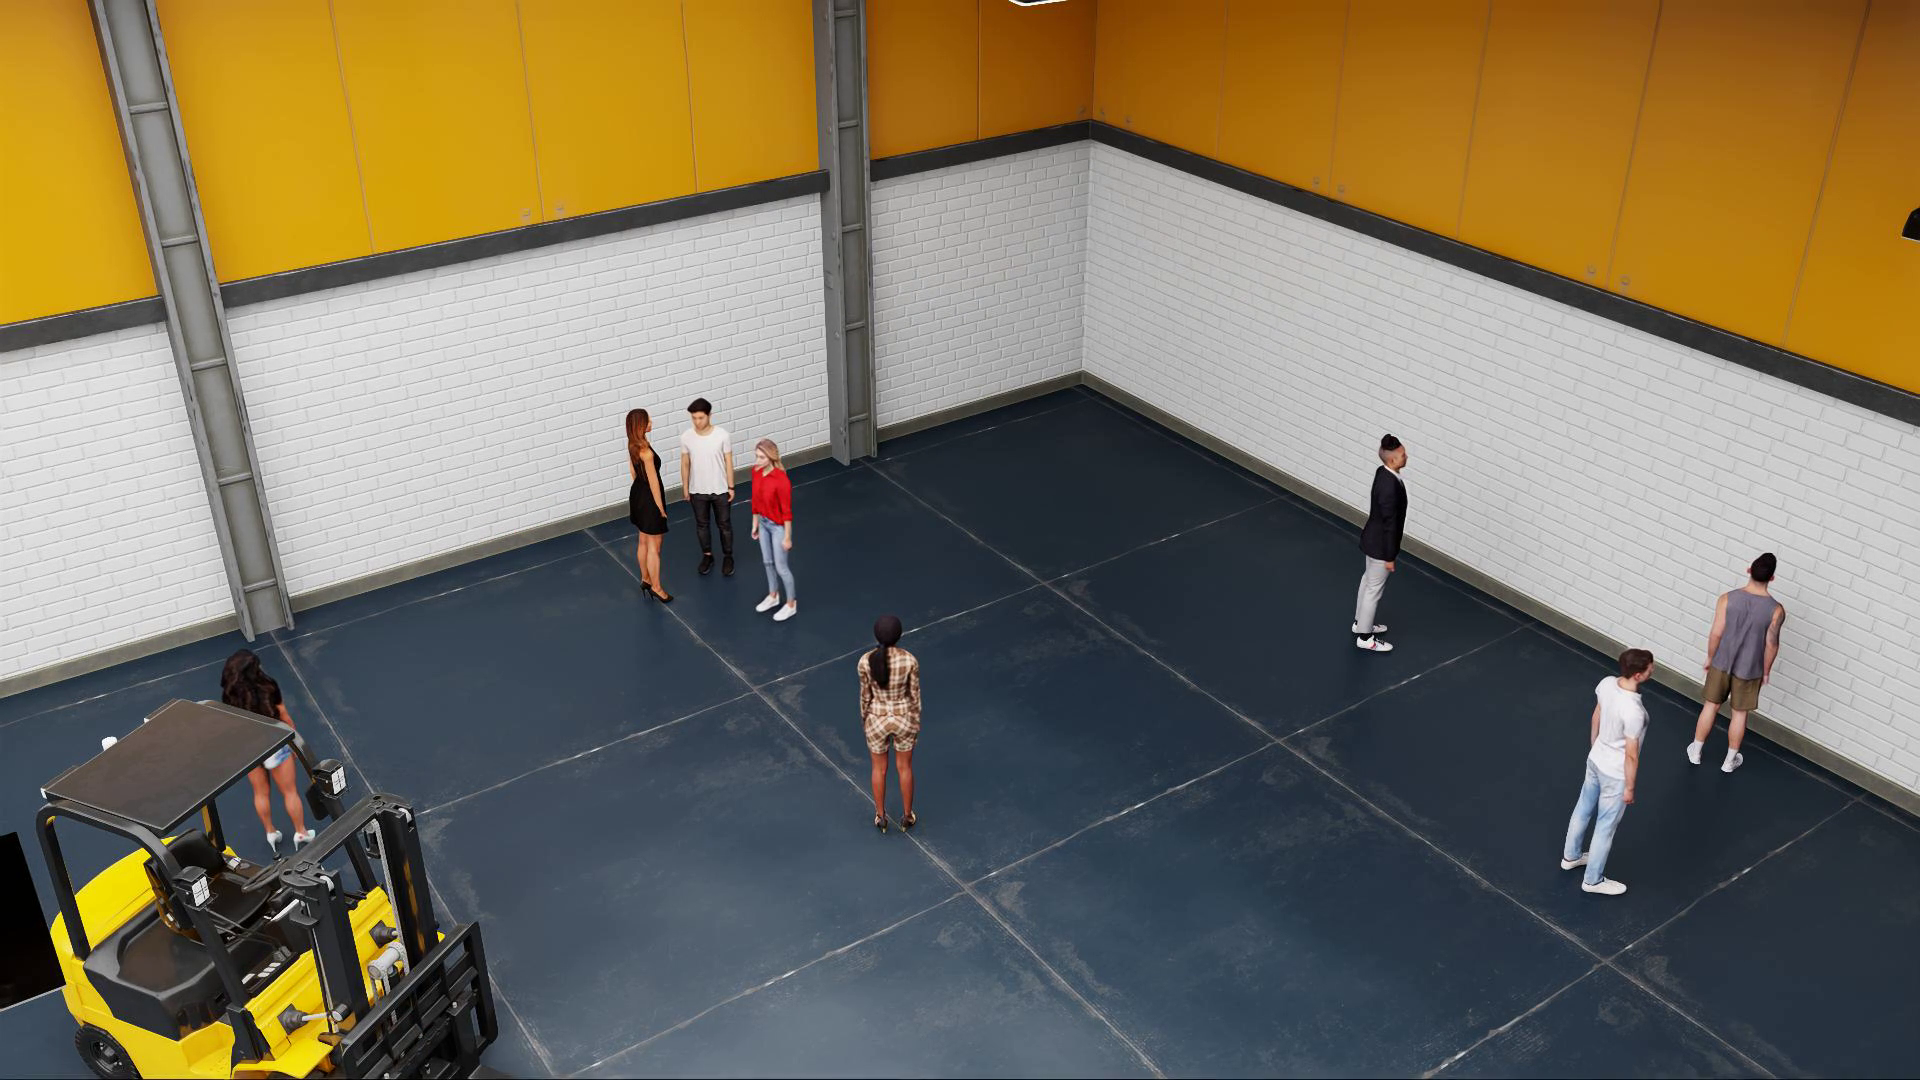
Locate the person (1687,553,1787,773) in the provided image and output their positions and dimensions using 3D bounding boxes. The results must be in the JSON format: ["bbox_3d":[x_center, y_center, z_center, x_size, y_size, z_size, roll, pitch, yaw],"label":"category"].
[{"bbox_3d":[5.764,0.912,12.334,0.714,1.846,0.722,15,32,26],"label":"person"}]

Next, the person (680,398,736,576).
[{"bbox_3d":[-2.251,-0.503,14.994,0.684,1.716,0.773,1,29,2],"label":"person"}]

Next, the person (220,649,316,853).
[{"bbox_3d":[-4.792,1.461,11.488,0.648,1.626,0.724,1,29,1],"label":"person"}]

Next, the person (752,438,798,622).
[{"bbox_3d":[-1.593,-0.106,14.283,0.657,1.700,0.584,25,37,37],"label":"person"}]

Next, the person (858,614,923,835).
[{"bbox_3d":[-0.481,1.295,11.617,0.661,1.795,0.742,1,29,1],"label":"person"}]

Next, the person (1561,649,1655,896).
[{"bbox_3d":[4.353,1.524,11.137,0.694,1.851,0.719,-5,29,-9],"label":"person"}]

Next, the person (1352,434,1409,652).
[{"bbox_3d":[3.506,-0.011,13.849,0.835,1.950,0.792,3,29,5],"label":"person"}]

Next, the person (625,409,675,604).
[{"bbox_3d":[-2.720,-0.296,14.491,0.506,1.835,0.570,-18,34,-30],"label":"person"}]
